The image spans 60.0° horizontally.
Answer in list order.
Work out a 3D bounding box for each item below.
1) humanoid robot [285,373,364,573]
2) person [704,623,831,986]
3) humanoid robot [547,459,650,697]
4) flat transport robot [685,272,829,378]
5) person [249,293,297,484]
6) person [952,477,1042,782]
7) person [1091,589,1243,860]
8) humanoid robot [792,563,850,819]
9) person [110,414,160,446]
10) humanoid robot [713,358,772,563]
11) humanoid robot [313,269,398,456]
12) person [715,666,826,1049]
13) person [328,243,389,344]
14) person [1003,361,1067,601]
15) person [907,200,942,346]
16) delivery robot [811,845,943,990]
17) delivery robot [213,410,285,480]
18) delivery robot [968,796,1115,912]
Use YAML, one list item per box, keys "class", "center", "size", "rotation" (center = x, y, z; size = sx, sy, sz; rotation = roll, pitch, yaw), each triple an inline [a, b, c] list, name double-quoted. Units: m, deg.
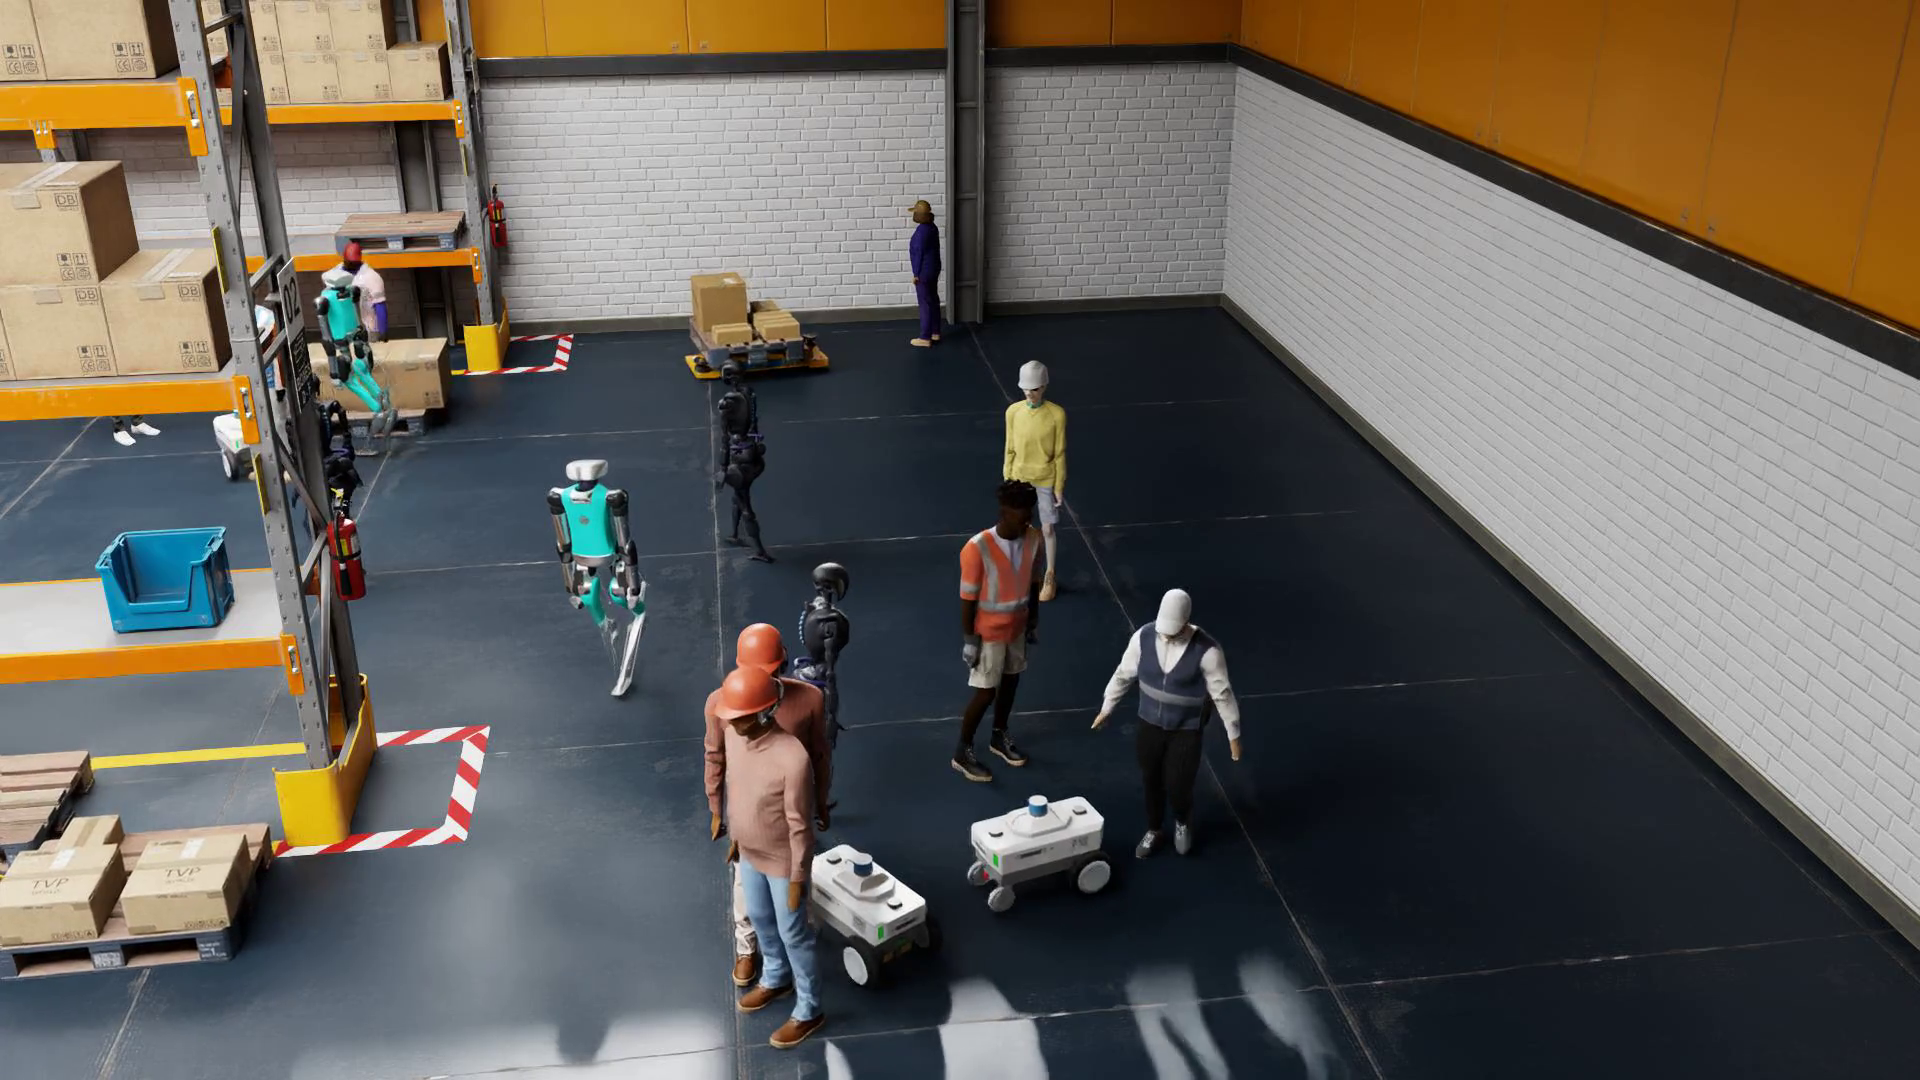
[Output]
- class: "humanoid robot"
  center: [-4.867, -0.498, 12.778]
  size: [0.368, 1.644, 0.598]
  rotation: [14, 28, 30]
- class: "person"
  center: [-0.946, 1.309, 8.269]
  size: [0.622, 1.992, 0.383]
  rotation: [-4, 24, -8]
- class: "humanoid robot"
  center: [-2.308, 0.272, 11.088]
  size: [0.551, 1.900, 0.768]
  rotation: [4, 24, 9]
- class: "flat transport robot"
  center: [-2.191, -1.974, 17.893]
  size: [1.431, 0.231, 0.659]
  rotation: [-8, 25, -17]
- class: "person"
  center: [-6.171, -1.390, 14.626]
  size: [0.631, 1.834, 0.432]
  rotation: [8, 25, 17]
- class: "person"
  center: [0.257, 0.535, 10.095]
  size: [0.625, 1.940, 0.409]
  rotation: [-20, 31, -38]
- class: "person"
  center: [1.158, 1.036, 9.205]
  size: [0.825, 1.736, 0.506]
  rotation: [13, 27, 27]
- class: "humanoid robot"
  center: [-0.855, 0.908, 9.587]
  size: [0.485, 1.645, 0.616]
  rotation: [-5, 24, -12]
- class: "person"
  center: [-7.888, -1.828, 15.571]
  size: [0.312, 1.869, 0.529]
  rotation: [9, 25, 20]
- class: "humanoid robot"
  center: [-1.780, -0.635, 13.113]
  size: [0.625, 1.637, 0.612]
  rotation: [9, 25, 20]
- class: "humanoid robot"
  center: [-5.389, -1.528, 15.110]
  size: [0.649, 1.845, 0.530]
  rotation: [9, 25, 19]
- class: "person"
  center: [-0.918, 1.483, 7.897]
  size: [0.406, 1.984, 0.620]
  rotation: [-21, 31, -39]
- class: "person"
  center: [-5.983, -2.095, 16.385]
  size: [0.798, 1.712, 0.420]
  rotation: [8, 25, 17]
- class: "person"
  center: [0.560, -0.442, 12.405]
  size: [0.479, 1.884, 0.393]
  rotation: [6, 24, 13]
- class: "person"
  center: [-0.404, -2.974, 18.492]
  size: [0.361, 1.619, 0.452]
  rotation: [9, 25, 19]
- class: "delivery robot"
  center: [-0.484, 1.921, 8.664]
  size: [0.499, 0.594, 0.769]
  rotation: [-19, 30, -37]
- class: "delivery robot"
  center: [-6.474, -0.885, 15.079]
  size: [0.504, 0.611, 0.783]
  rotation: [-17, 29, -34]
- class: "delivery robot"
  center: [0.424, 1.689, 9.184]
  size: [0.772, 0.587, 0.499]
  rotation: [-10, 26, -22]
